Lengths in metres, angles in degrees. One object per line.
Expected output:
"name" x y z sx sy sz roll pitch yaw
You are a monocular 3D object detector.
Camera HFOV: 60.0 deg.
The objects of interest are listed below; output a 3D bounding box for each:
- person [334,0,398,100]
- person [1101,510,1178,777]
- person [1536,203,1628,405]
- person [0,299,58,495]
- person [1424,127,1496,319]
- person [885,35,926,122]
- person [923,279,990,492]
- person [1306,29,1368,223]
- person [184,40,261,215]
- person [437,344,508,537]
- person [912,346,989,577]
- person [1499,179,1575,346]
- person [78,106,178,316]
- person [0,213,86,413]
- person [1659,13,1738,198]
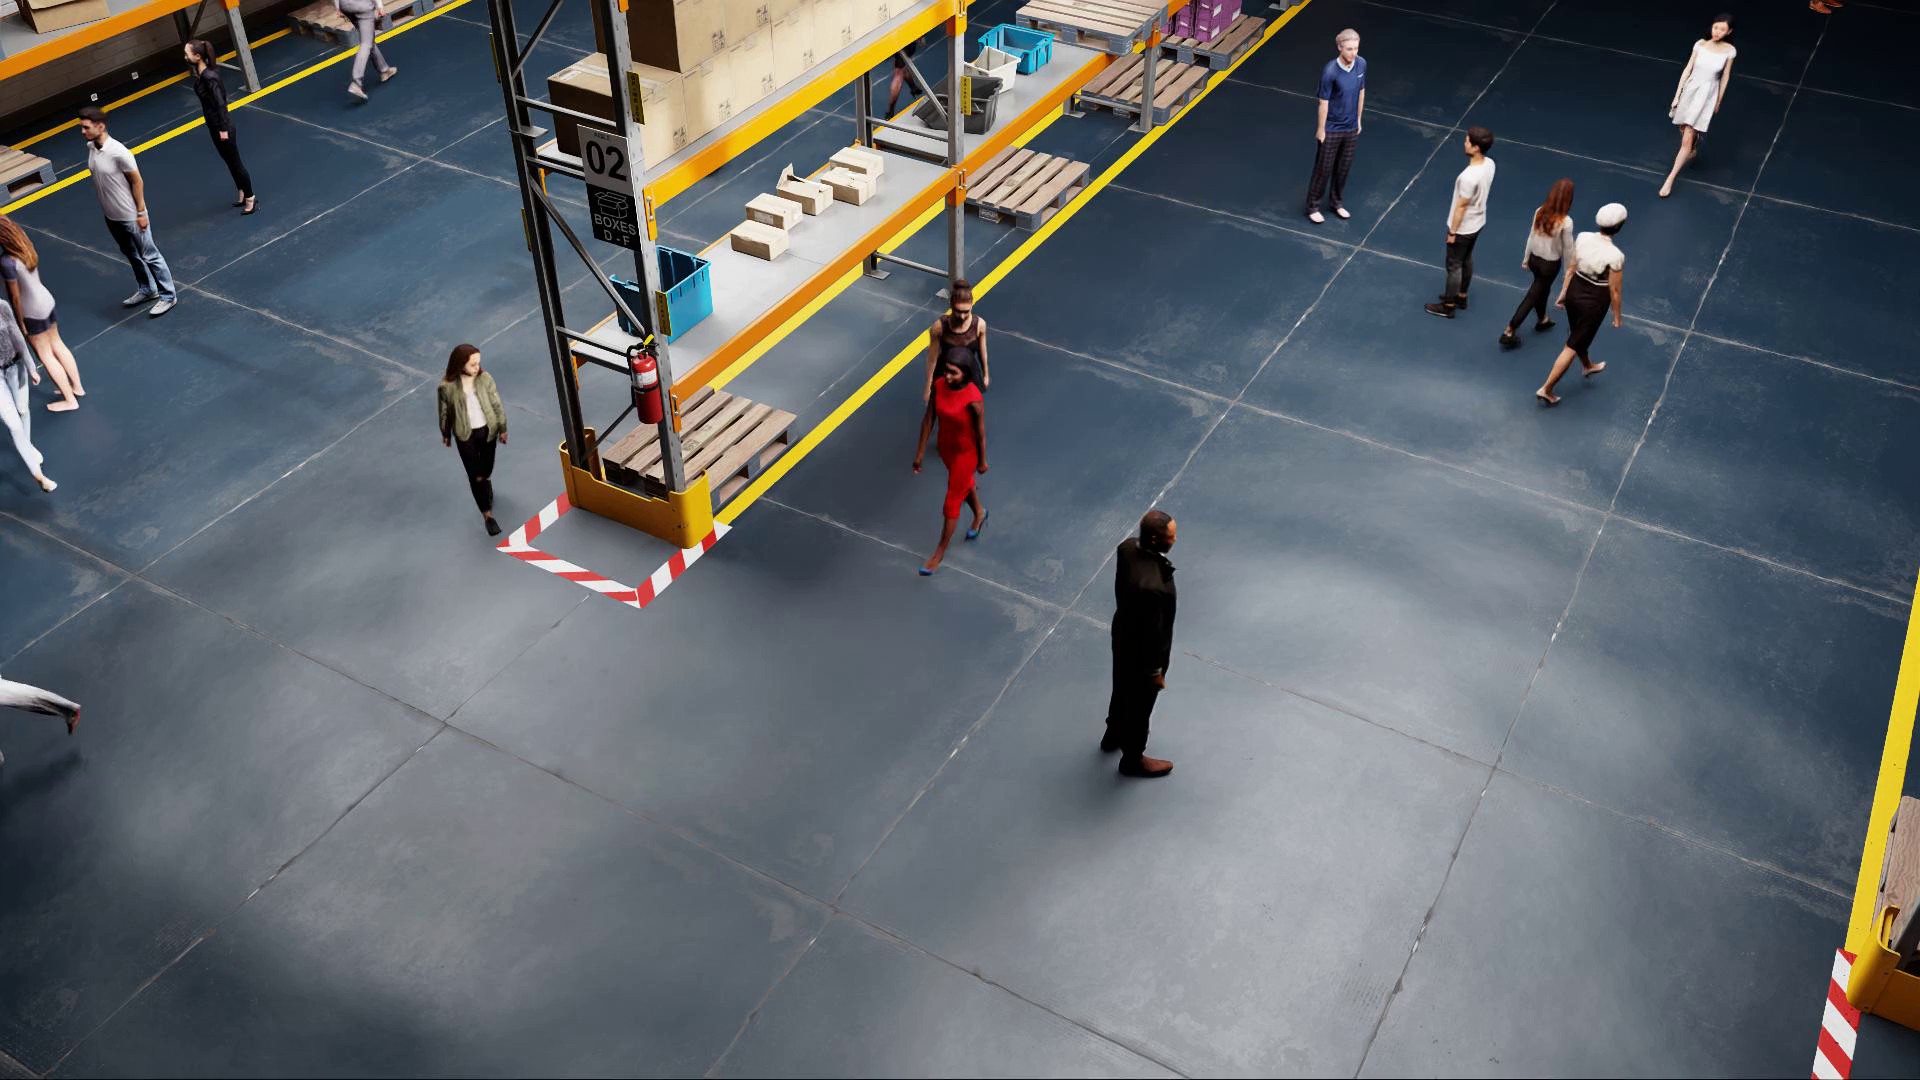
"person" -6.484 -5.690 17.784 0.846 1.915 1.252 12 40 14
"person" 1.067 0.605 9.913 0.858 1.902 0.791 -8 39 -10
"person" 4.850 -1.803 13.075 1.125 1.719 0.999 -16 41 -20
"person" -7.123 -1.250 12.364 1.133 1.742 0.877 -29 47 -31
"person" 4.353 -2.730 14.236 0.722 1.718 0.525 27 46 30
"person" -0.649 -5.174 17.349 0.608 1.652 1.068 19 42 22
"person" -0.028 -1.247 12.444 1.058 1.636 1.211 -2 39 -2
"person" 3.525 -3.882 15.561 0.695 1.864 0.805 -17 42 -20
"person" -6.981 -3.897 15.703 0.624 1.711 0.643 -23 44 -26
"person" -3.516 -0.806 12.057 1.030 1.431 1.016 -15 41 -18
"person" 0.043 -0.631 11.617 0.718 1.706 1.121 29 47 31
"person" 4.829 -2.273 13.875 1.006 1.455 0.828 -21 43 -24
"person" -7.155 -2.830 14.246 0.668 1.863 0.533 20 43 24
"person" -7.256 -1.809 13.076 0.748 1.727 0.654 -1 39 -2
"person" 7.162 -4.255 16.124 0.701 1.744 1.170 25 45 28
